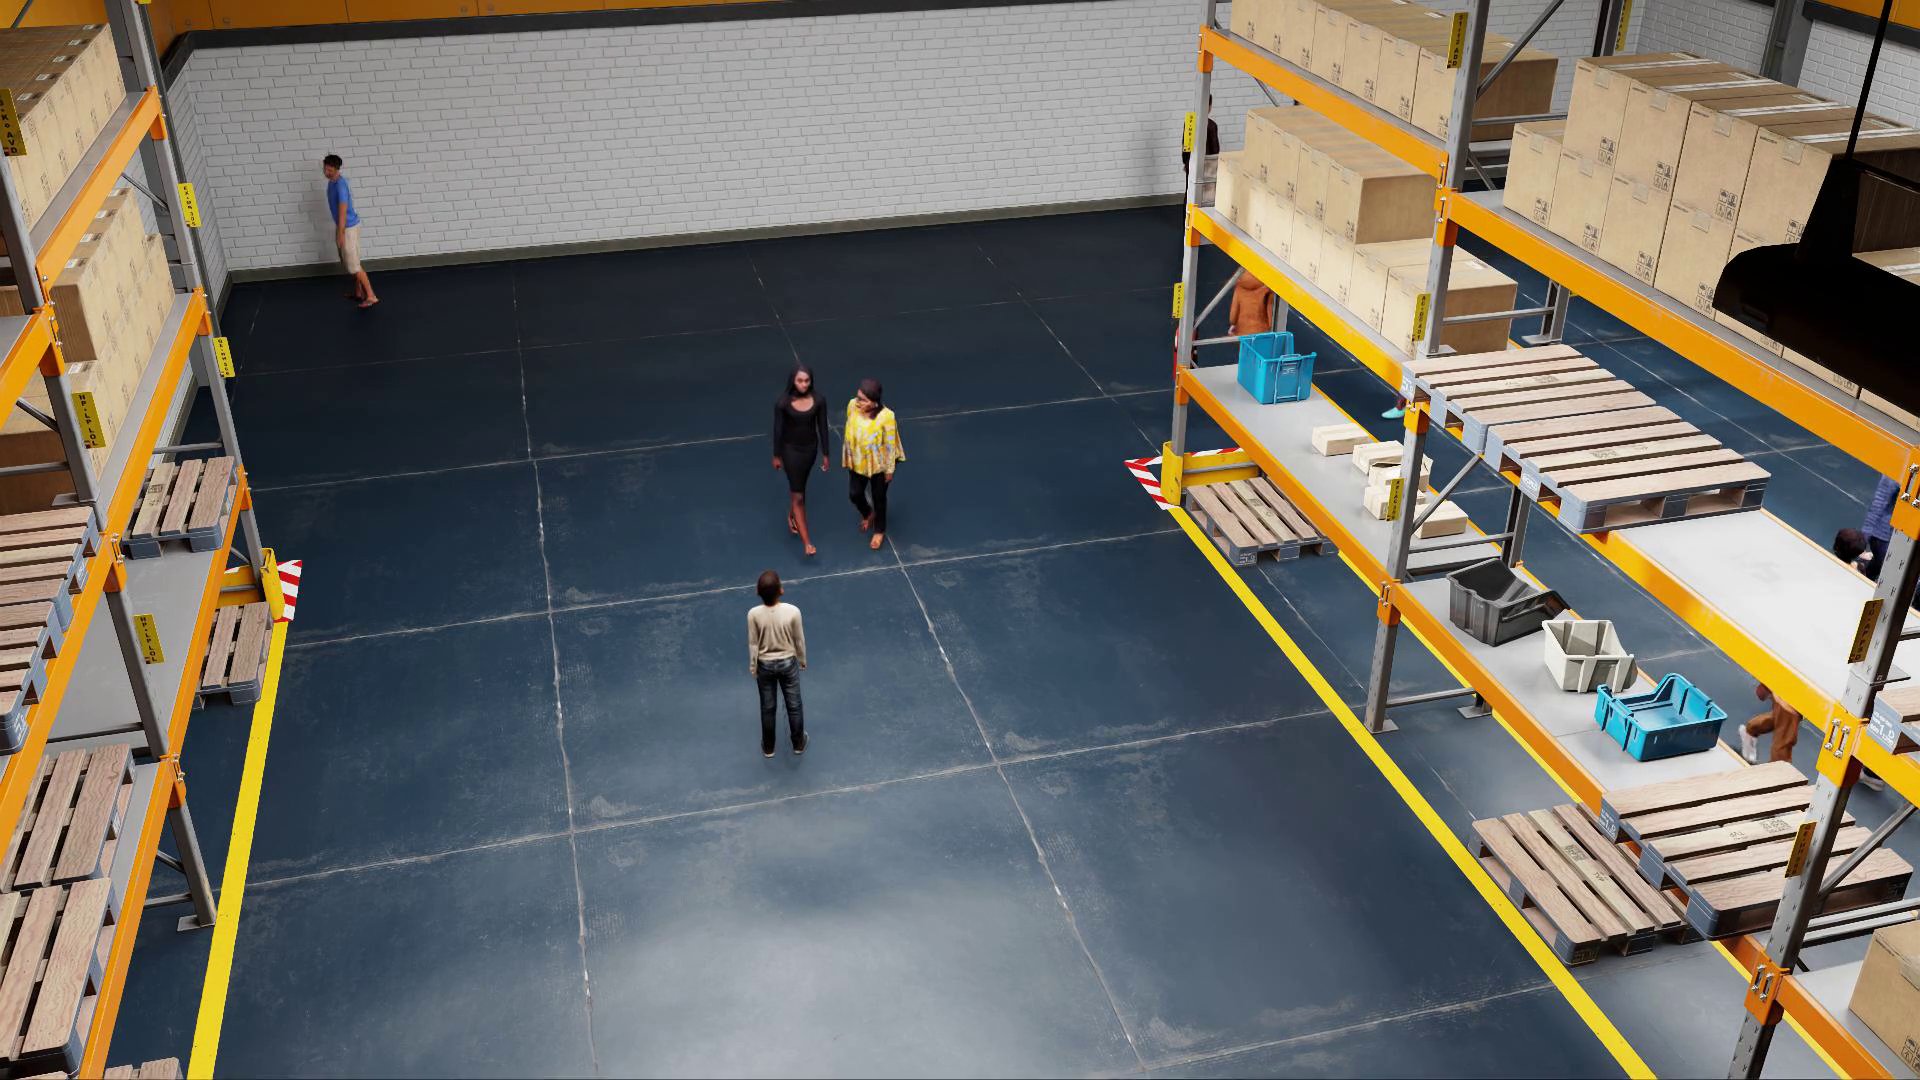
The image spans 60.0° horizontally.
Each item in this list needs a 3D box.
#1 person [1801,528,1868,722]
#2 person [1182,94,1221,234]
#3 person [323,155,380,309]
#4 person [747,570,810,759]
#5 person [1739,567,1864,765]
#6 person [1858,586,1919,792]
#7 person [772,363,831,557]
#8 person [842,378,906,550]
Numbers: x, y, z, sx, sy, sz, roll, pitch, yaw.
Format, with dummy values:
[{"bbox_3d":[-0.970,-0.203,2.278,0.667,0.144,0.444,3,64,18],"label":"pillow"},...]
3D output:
[{"bbox_3d":[6.345,0.604,12.180,0.559,1.552,0.516,-10,30,-17],"label":"person"},{"bbox_3d":[3.198,-4.992,22.113,0.766,1.865,0.842,18,33,29],"label":"person"},{"bbox_3d":[-7.313,-3.720,19.807,0.878,1.841,0.595,-3,29,-6],"label":"person"},{"bbox_3d":[-1.297,0.882,11.765,0.580,1.463,0.523,-4,29,-7],"label":"person"},{"bbox_3d":[5.689,0.916,11.369,0.756,1.782,1.154,-4,29,-8],"label":"person"},{"bbox_3d":[6.491,1.056,11.230,0.815,1.670,0.956,-14,32,-24],"label":"person"},{"bbox_3d":[-1.418,-0.768,14.567,0.748,1.675,1.180,-11,30,-19],"label":"person"},{"bbox_3d":[-0.751,-0.700,14.482,0.868,1.639,0.919,14,32,24],"label":"person"}]
